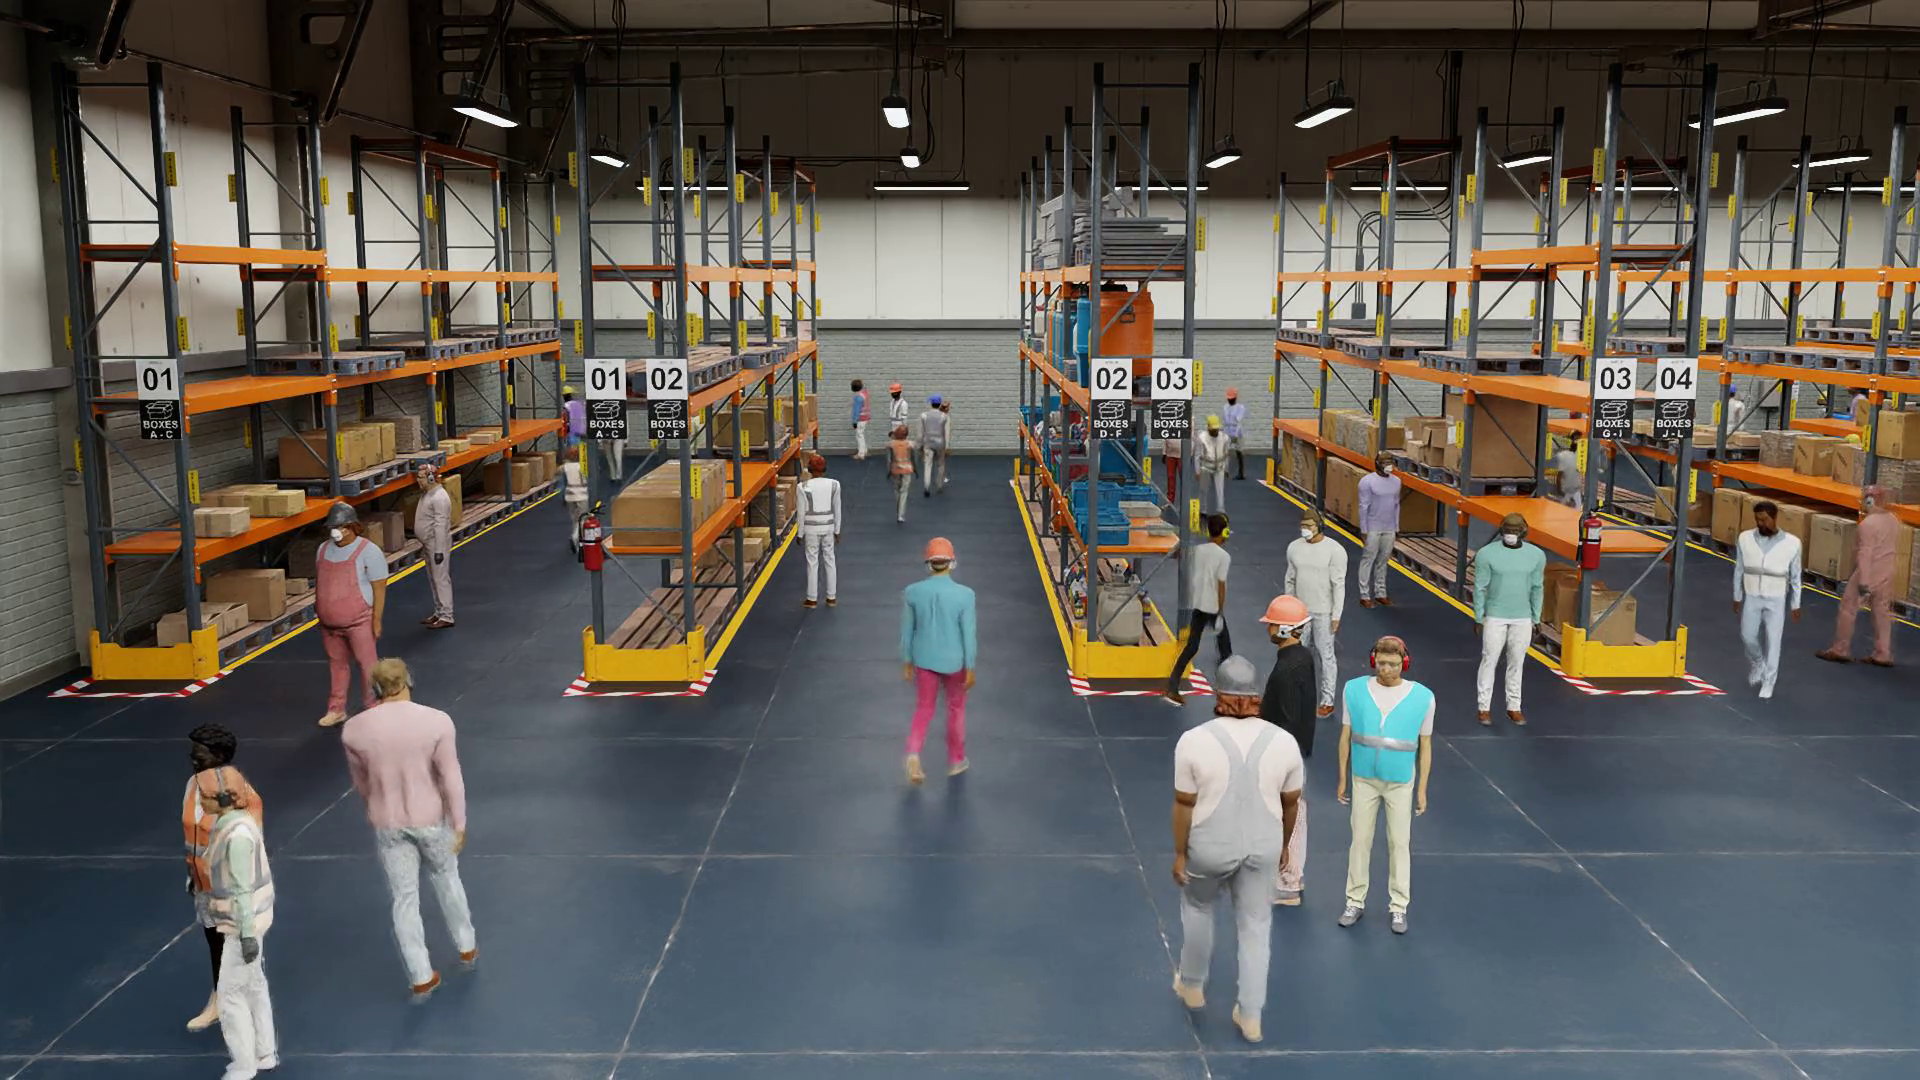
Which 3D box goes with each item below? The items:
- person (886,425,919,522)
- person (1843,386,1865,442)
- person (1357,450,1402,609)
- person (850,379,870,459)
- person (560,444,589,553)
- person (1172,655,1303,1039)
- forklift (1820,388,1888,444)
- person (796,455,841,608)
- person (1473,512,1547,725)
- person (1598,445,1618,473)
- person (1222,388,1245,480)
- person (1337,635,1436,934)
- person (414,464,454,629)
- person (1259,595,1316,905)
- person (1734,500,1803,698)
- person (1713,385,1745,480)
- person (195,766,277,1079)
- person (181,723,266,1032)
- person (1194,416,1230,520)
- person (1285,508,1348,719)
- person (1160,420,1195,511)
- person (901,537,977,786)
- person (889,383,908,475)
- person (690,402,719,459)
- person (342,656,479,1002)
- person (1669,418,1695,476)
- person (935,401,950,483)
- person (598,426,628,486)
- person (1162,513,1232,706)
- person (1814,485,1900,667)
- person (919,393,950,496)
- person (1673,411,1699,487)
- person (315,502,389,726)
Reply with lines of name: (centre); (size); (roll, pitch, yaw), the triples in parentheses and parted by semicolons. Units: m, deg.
person: (-0.945, -1.118, 27.757); (0.534, 1.585, 0.874); (1, 9, 7)
person: (18.434, -2.330, 34.260); (0.565, 2.014, 0.639); (2, 9, 11)
person: (5.124, -0.129, 20.301); (0.627, 1.940, 0.370); (-4, 10, -26)
person: (-2.245, -2.691, 37.234); (0.438, 1.824, 0.661); (1, 9, 4)
person: (-5.599, -0.578, 24.228); (0.522, 1.618, 0.600); (2, 9, 13)
person: (1.448, 1.582, 8.965); (0.705, 2.000, 0.831); (-1, 9, -5)
forklift: (20.072, -3.110, 36.462); (1.873, 2.768, 1.129); (0, 9, 0)
person: (-1.727, -0.104, 20.314); (0.576, 1.885, 0.355); (-4, 10, -25)
person: (4.926, 0.706, 14.938); (0.629, 1.936, 0.374); (0, 9, 2)
person: (13.396, -2.273, 34.455); (0.640, 1.823, 0.584); (-2, 9, -15)
person: (5.374, -2.088, 33.131); (0.537, 1.870, 0.984); (8, 12, 42)
person: (2.610, 1.483, 10.231); (0.567, 1.845, 0.389); (3, 9, 21)
person: (-6.073, 0.072, 19.157); (0.401, 1.900, 0.636); (-6, 11, -33)
person: (2.088, 1.338, 10.683); (0.382, 1.993, 0.622); (3, 9, 19)
person: (7.783, 0.557, 16.019); (0.622, 1.901, 0.470); (6, 11, 35)
person: (15.527, -2.173, 33.538); (0.631, 1.900, 0.957); (7, 11, 37)
person: (-3.580, 1.905, 8.207); (0.377, 1.629, 0.550); (-5, 10, -28)
person: (-3.877, 1.787, 8.746); (0.529, 1.697, 0.321); (5, 10, 28)
person: (4.195, -1.170, 27.527); (0.643, 1.770, 0.937); (-1, 9, -8)
person: (3.241, 0.660, 15.261); (0.631, 1.932, 0.369); (9, 12, 44)
person: (3.771, -1.492, 28.884); (0.622, 1.993, 0.384); (7, 11, 39)
person: (-0.184, 0.966, 13.205); (0.637, 1.964, 0.861); (3, 9, 16)
person: (-1.292, -2.258, 34.039); (0.387, 1.929, 0.547); (-5, 10, -31)
person: (-4.402, -1.512, 29.024); (0.622, 1.990, 0.396); (-4, 10, -26)
person: (-3.118, 1.592, 9.433); (0.664, 1.875, 0.850); (-1, 9, -8)
person: (14.803, -2.332, 34.202); (0.656, 2.022, 0.613); (-7, 11, -39)
person: (-0.350, -1.955, 33.049); (0.318, 1.630, 0.513); (1, 9, 5)
person: (-6.804, -1.944, 32.433); (0.605, 1.787, 0.895); (0, 9, -2)
person: (2.315, 0.663, 15.643); (0.968, 1.819, 0.505); (-6, 11, -35)
person: (9.378, 0.363, 17.319); (0.657, 1.886, 0.755); (-6, 10, -32)
person: (-0.486, -1.778, 31.021); (0.601, 1.917, 0.958); (1, 9, 6)
person: (13.887, -1.758, 31.791); (0.288, 1.629, 0.501); (-5, 10, -30)
person: (-5.469, 0.673, 14.817); (0.675, 2.000, 0.537); (2, 9, 15)
